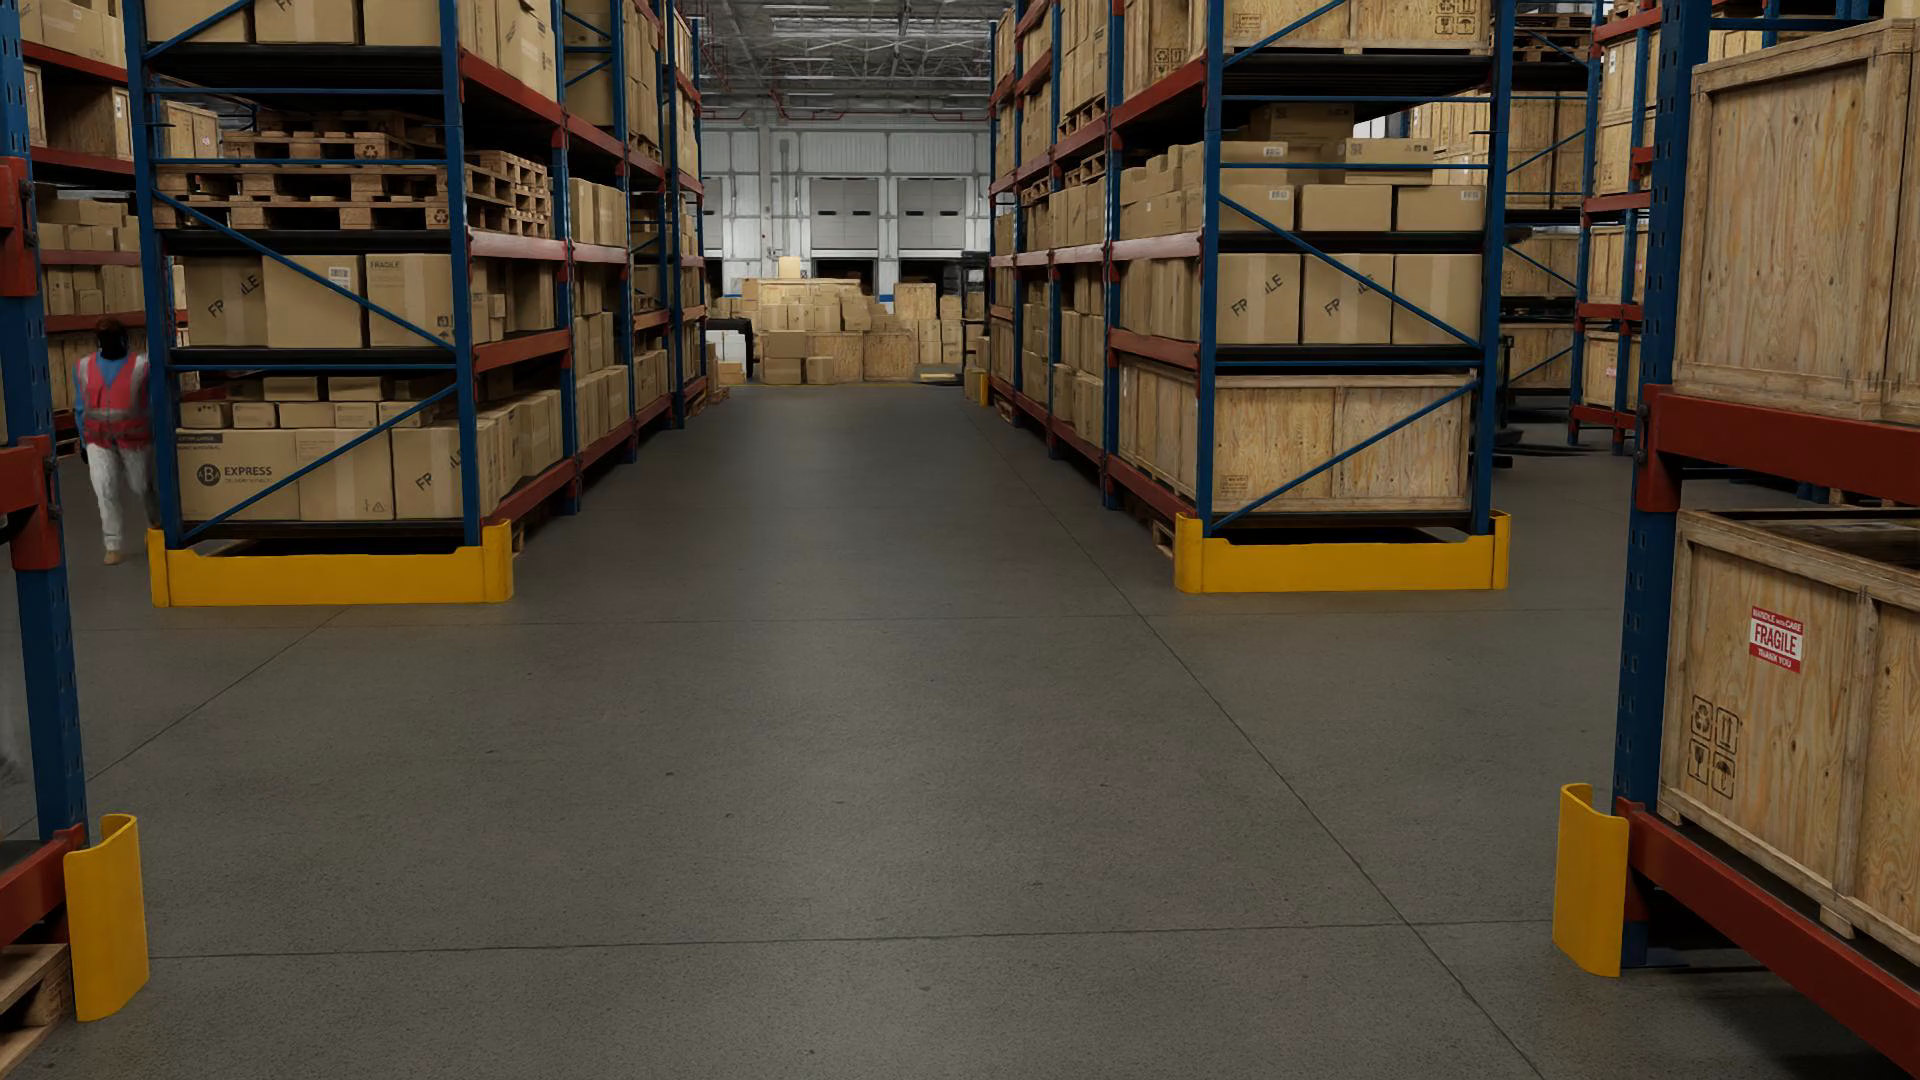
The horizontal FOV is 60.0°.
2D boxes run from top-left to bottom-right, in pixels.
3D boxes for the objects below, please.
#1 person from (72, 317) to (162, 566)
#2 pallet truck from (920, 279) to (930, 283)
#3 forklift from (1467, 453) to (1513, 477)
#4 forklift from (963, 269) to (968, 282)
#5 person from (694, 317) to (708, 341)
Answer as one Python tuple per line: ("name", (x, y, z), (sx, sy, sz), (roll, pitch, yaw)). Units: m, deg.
("person", (-6.242, -0.756, 12.418), (0.632, 1.819, 0.804), (-2, 9, -12))
("pallet truck", (-0.932, -8.922, 63.114), (1.885, 1.965, 0.823), (2, 9, 13))
("forklift", (4.899, -2.169, 17.951), (1.873, 2.768, 1.129), (8, 12, 41))
("forklift", (0.502, -7.134, 49.122), (1.129, 2.768, 1.873), (-2, 9, -11))
("person", (-4.682, -3.446, 29.860), (0.614, 1.617, 0.554), (0, 9, -1))
